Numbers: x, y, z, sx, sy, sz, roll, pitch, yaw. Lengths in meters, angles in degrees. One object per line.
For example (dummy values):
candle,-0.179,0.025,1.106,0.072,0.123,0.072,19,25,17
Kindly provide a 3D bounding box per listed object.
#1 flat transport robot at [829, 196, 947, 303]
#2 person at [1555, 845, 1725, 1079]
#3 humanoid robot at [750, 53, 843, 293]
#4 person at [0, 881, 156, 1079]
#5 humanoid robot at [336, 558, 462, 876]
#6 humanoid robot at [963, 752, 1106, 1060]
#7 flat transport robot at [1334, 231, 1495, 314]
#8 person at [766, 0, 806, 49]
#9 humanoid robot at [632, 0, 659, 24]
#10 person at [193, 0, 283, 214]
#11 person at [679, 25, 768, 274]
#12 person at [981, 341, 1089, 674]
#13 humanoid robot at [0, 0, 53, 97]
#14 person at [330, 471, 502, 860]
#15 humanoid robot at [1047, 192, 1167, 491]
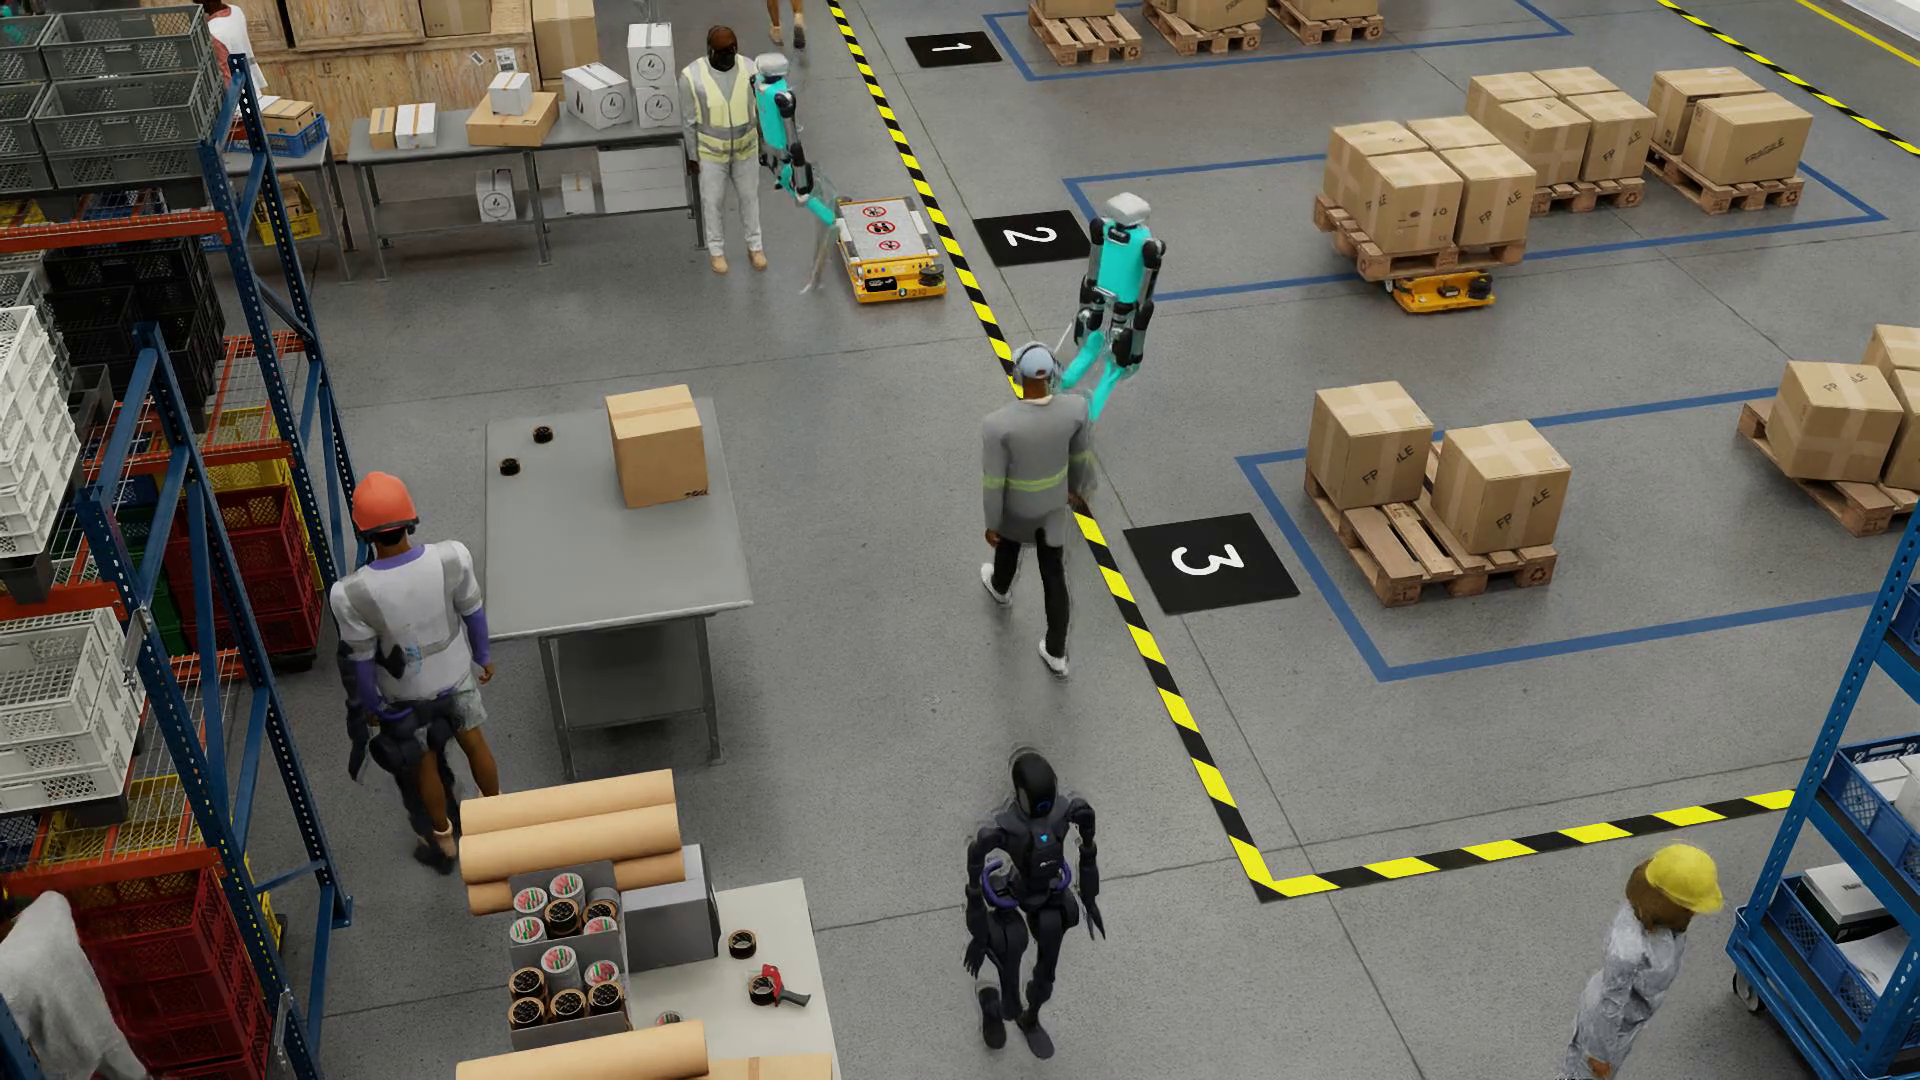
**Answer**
flat transport robot,-0.570,-2.220,12.538,0.659,0.231,1.431,-8,37,-10
person,2.401,1.730,6.013,0.395,1.737,0.499,26,44,30
humanoid robot,-1.040,-2.633,11.892,0.797,1.799,0.531,-19,41,-24
person,-3.089,1.796,5.842,0.825,1.837,0.528,7,37,9
humanoid robot,-2.451,0.782,7.326,0.420,1.653,0.610,24,43,29
humanoid robot,0.282,1.438,6.442,0.585,1.648,0.341,-15,39,-19
flat transport robot,3.365,-2.132,12.396,0.652,0.197,1.431,-8,37,-10
person,-1.704,-5.600,15.611,0.613,2.028,0.697,-9,38,-12
humanoid robot,-3.068,-5.632,15.912,0.533,1.767,0.978,-5,37,-6
person,-5.513,-3.402,12.744,0.393,1.920,0.588,-4,37,-5
person,-1.674,-2.821,12.035,0.626,1.837,0.430,-11,38,-15
person,0.378,-0.229,8.577,0.609,1.796,0.983,-11,38,-15
humanoid robot,-8.262,-4.661,14.649,0.553,1.847,0.779,-3,37,-4
person,-2.356,0.576,7.295,0.613,2.041,0.372,-24,43,-29
humanoid robot,0.763,-1.099,9.840,0.815,1.810,0.536,-28,45,-33
